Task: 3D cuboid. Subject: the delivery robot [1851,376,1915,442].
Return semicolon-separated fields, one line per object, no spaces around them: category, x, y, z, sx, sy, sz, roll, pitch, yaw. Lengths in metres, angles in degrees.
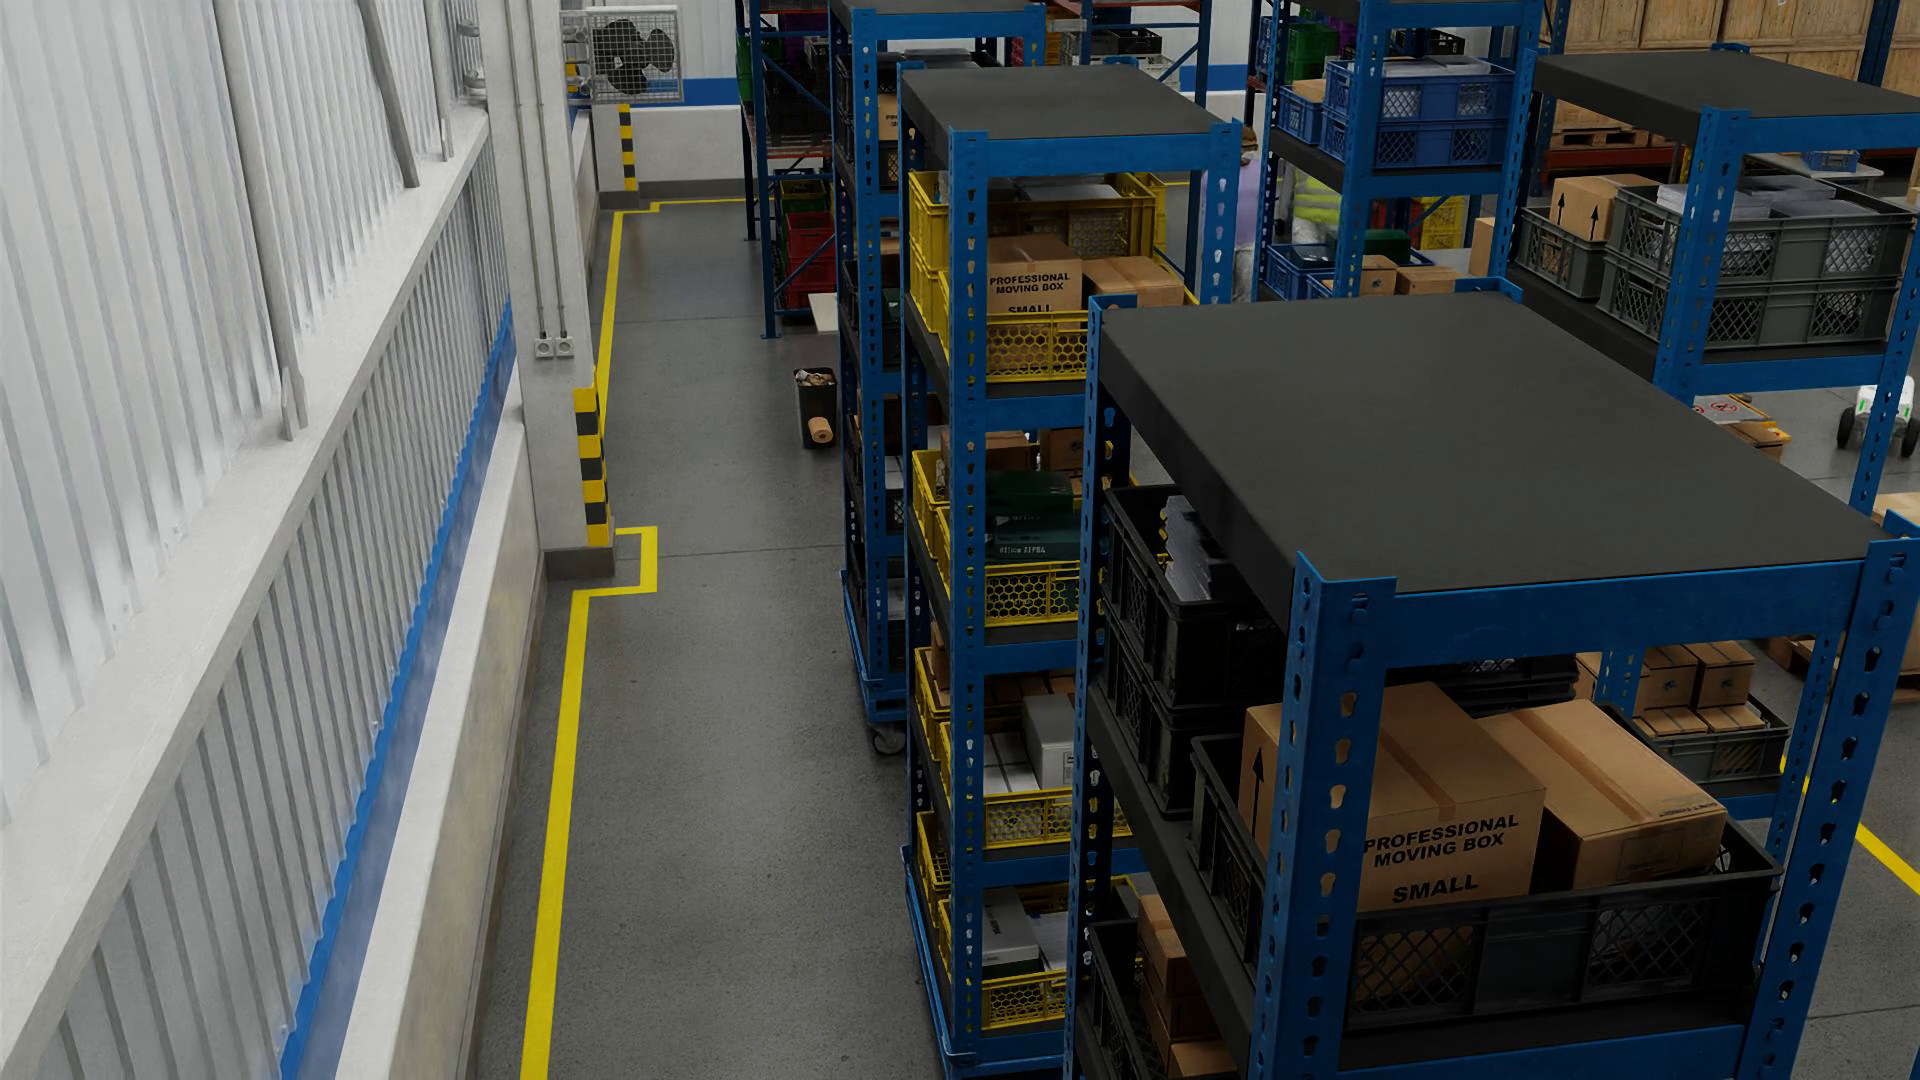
delivery robot;6.694;-1.017;12.031;0.477;0.478;0.707;13;28;26

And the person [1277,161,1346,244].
person;3.163;-2.884;14.733;0.690;1.786;0.885;5;25;10

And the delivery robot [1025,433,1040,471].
delivery robot;0.363;-0.575;11.070;0.477;0.478;0.707;-3;25;-7

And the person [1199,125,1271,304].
person;2.222;-2.411;13.538;0.630;1.932;0.362;-10;27;-21

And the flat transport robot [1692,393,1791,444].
flat transport robot;5.224;-0.859;12.132;1.431;0.197;0.652;-4;25;-8
